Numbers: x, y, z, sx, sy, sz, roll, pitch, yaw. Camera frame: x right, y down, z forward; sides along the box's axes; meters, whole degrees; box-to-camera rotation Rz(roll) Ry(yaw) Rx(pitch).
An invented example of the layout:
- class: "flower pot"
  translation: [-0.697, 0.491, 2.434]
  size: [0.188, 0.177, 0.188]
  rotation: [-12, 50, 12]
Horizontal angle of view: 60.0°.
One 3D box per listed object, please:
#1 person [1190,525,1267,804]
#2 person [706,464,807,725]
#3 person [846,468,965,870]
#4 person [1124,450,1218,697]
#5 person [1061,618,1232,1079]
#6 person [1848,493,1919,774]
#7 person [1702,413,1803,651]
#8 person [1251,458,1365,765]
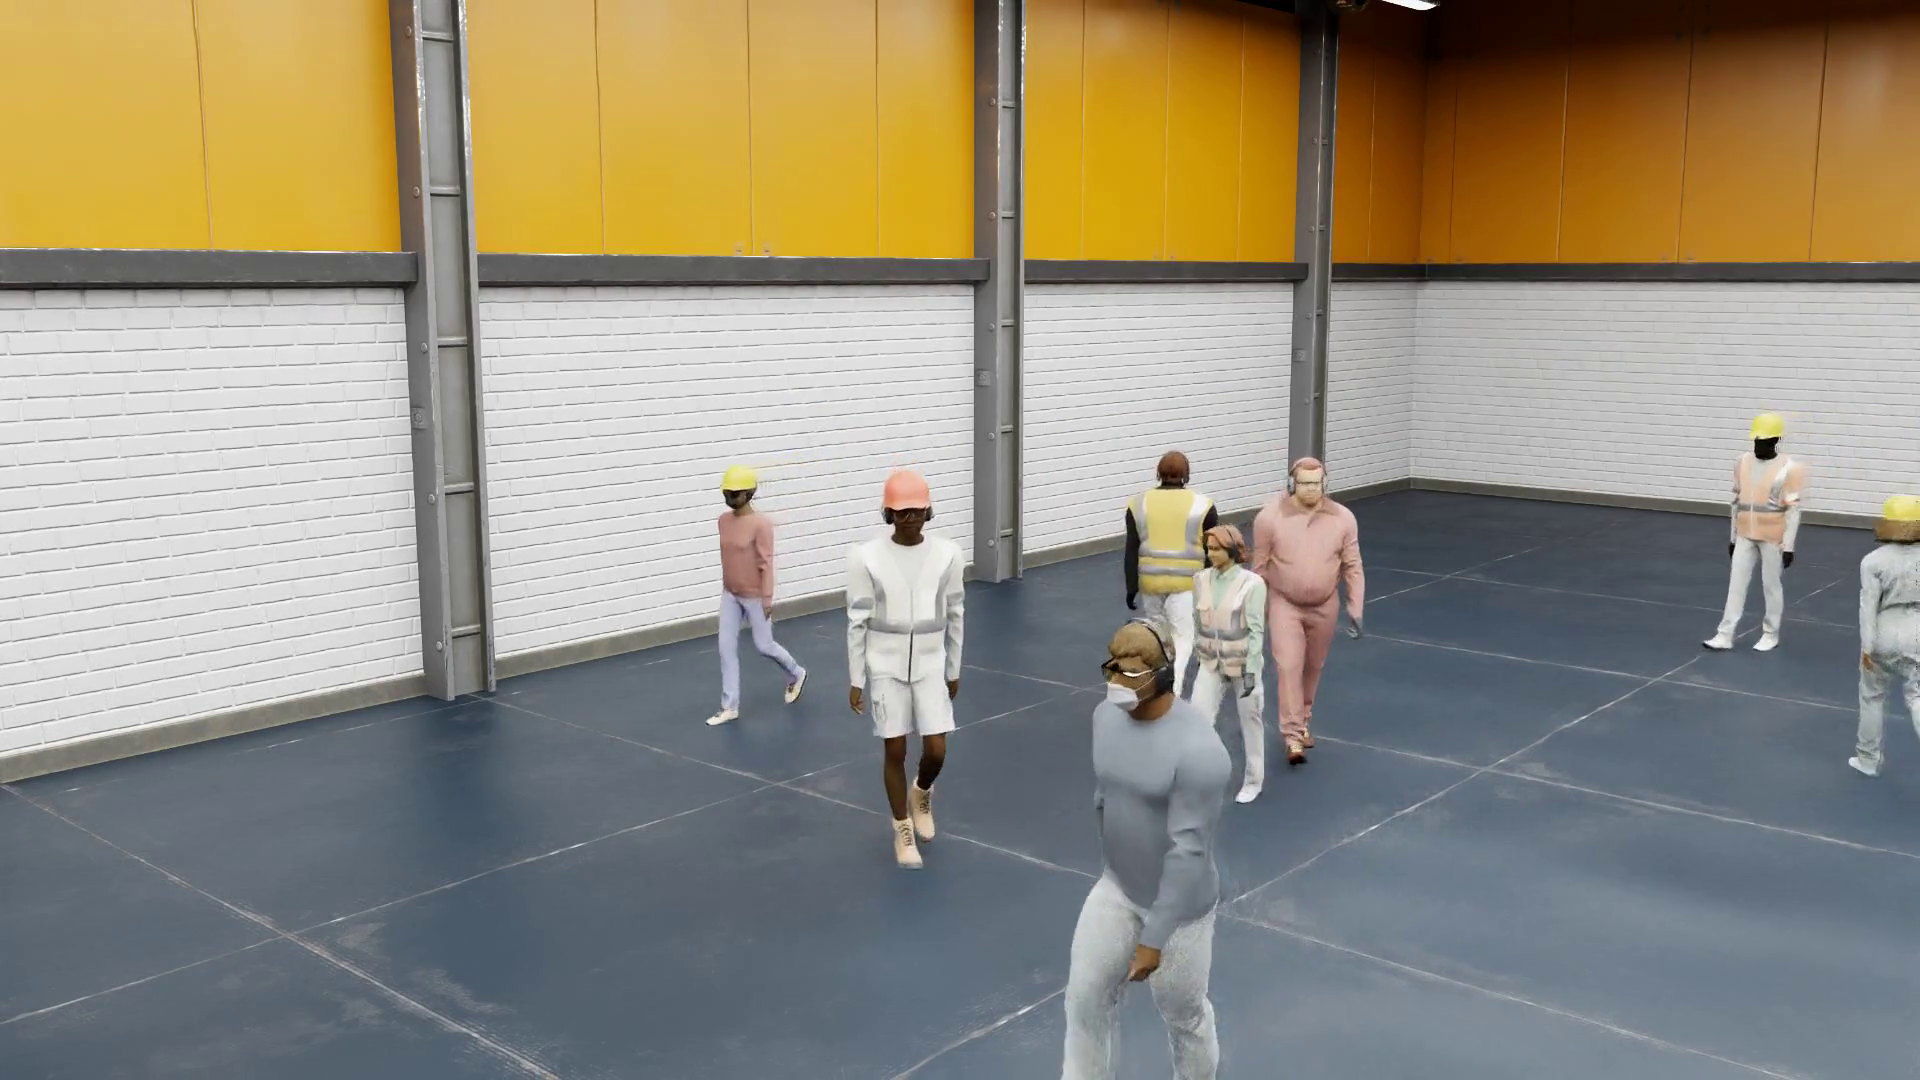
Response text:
- class: "person"
  translation: [1.442, 0.722, 9.187]
  size: [0.534, 1.594, 0.834]
  rotation: [8, 12, 43]
- class: "person"
  translation: [-1.377, 0.342, 11.189]
  size: [0.521, 1.740, 0.781]
  rotation: [7, 11, 38]
- class: "person"
  translation: [-0.268, 0.641, 8.367]
  size: [0.616, 2.025, 0.472]
  rotation: [-2, 9, -10]
- class: "person"
  translation: [1.406, 0.306, 11.165]
  size: [0.630, 1.819, 0.857]
  rotation: [3, 10, 21]
- class: "person"
  translation: [0.525, 1.191, 5.295]
  size: [0.838, 1.906, 0.631]
  rotation: [-7, 11, -36]
- class: "person"
  translation: [5.467, 0.590, 9.650]
  size: [0.484, 1.718, 0.752]
  rotation: [1, 9, 8]
- class: "person"
  translation: [6.274, -0.041, 13.060]
  size: [0.652, 1.911, 0.628]
  rotation: [-6, 11, -32]
- class: "person"
  translation: [2.135, 0.433, 10.177]
  size: [0.666, 1.857, 0.966]
  rotation: [0, 9, -1]
